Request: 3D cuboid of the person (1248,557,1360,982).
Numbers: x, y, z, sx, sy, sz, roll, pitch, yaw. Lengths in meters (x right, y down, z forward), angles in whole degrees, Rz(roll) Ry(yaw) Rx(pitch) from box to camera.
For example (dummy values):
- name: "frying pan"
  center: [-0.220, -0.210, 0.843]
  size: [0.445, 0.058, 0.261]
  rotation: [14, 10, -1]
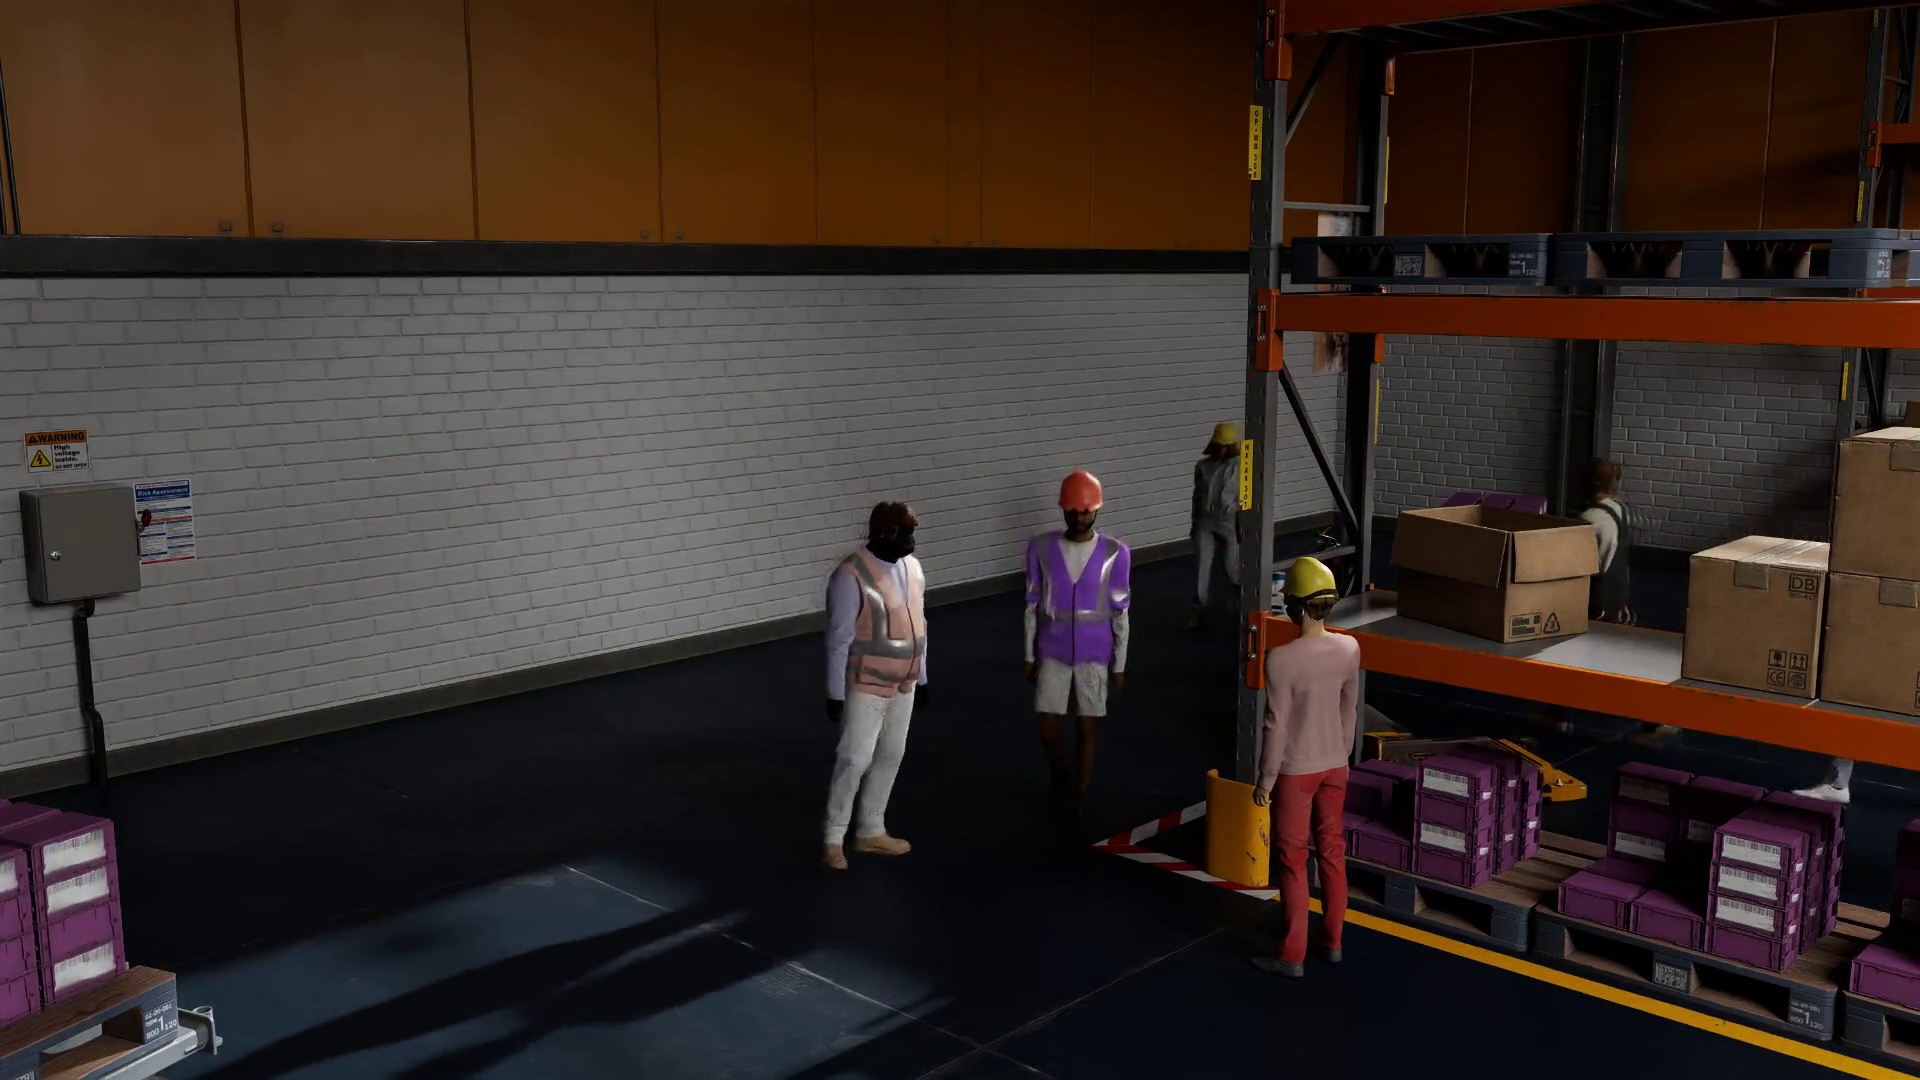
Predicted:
- name: "person"
  center: [1.434, 0.948, 6.941]
  size: [0.533, 1.768, 0.310]
  rotation: [-6, 11, -34]

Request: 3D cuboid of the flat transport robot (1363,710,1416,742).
- name: "flat transport robot"
  center: [2.251, 1.145, 10.304]
  size: [0.652, 0.197, 1.431]
  rotation: [-1, 9, -8]

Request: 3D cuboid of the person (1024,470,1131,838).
- name: "person"
  center: [0.600, 0.594, 8.600]
  size: [0.555, 1.925, 0.397]
  rotation: [1, 9, 8]

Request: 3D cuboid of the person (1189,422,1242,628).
- name: "person"
  center: [2.181, -0.142, 13.795]
  size: [0.507, 1.714, 0.655]
  rotation: [5, 10, 27]

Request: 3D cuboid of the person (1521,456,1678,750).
- name: "person"
  center: [4.018, 0.385, 10.306]
  size: [0.941, 1.814, 0.525]
  rotation: [8, 12, 40]

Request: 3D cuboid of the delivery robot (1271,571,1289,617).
- name: "delivery robot"
  center: [2.522, 0.493, 13.148]
  size: [0.477, 0.478, 0.707]
  rotation: [4, 10, 22]

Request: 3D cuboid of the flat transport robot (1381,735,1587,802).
- name: "flat transport robot"
  center: [2.693, 1.303, 9.336]
  size: [1.431, 0.197, 0.652]
  rotation: [-2, 9, -10]

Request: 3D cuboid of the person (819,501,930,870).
- name: "person"
  center: [-0.403, 0.717, 8.263]
  size: [0.433, 1.813, 0.706]
  rotation: [7, 12, 37]

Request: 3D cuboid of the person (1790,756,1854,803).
- name: "person"
  center: [5.105, 0.573, 9.017]
  size: [0.866, 1.843, 0.523]
  rotation: [2, 9, 10]
